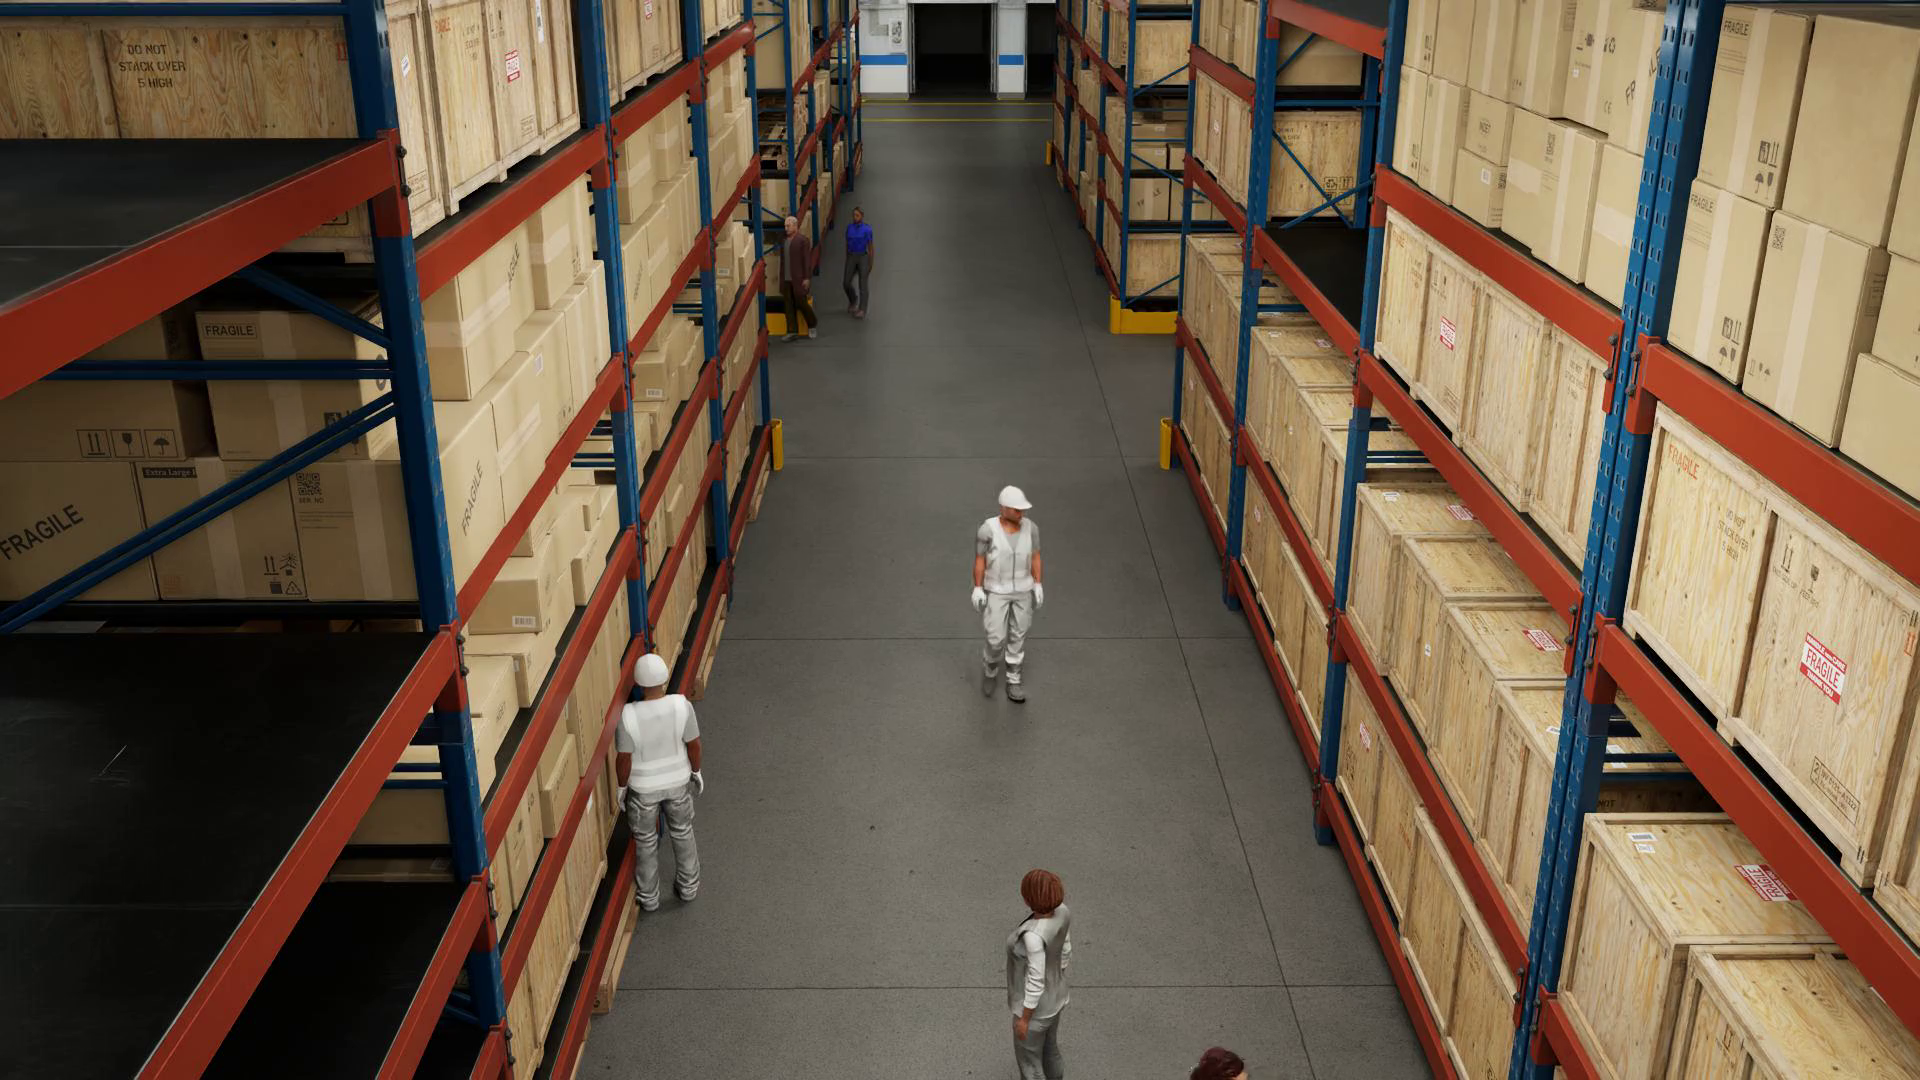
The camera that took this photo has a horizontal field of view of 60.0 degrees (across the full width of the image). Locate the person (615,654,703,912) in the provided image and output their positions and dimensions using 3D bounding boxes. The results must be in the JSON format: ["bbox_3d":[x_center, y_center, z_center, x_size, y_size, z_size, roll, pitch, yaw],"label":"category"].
[{"bbox_3d":[-1.932,1.523,10.622,0.555,1.789,0.396,-9,23,-22],"label":"person"}]

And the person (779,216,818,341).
[{"bbox_3d":[-2.365,-3.784,24.087,0.604,1.795,0.723,13,25,30],"label":"person"}]

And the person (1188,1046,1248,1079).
[{"bbox_3d":[1.197,2.946,7.174,0.902,1.640,0.457,19,28,40],"label":"person"}]

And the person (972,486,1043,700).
[{"bbox_3d":[0.407,0.437,13.323,0.570,1.790,0.437,-7,22,-16],"label":"person"}]

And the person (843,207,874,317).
[{"bbox_3d":[-1.546,-4.253,25.422,0.467,1.653,0.435,7,23,17],"label":"person"}]

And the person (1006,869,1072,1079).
[{"bbox_3d":[0.393,2.403,8.643,0.332,1.602,0.409,11,24,26],"label":"person"}]
